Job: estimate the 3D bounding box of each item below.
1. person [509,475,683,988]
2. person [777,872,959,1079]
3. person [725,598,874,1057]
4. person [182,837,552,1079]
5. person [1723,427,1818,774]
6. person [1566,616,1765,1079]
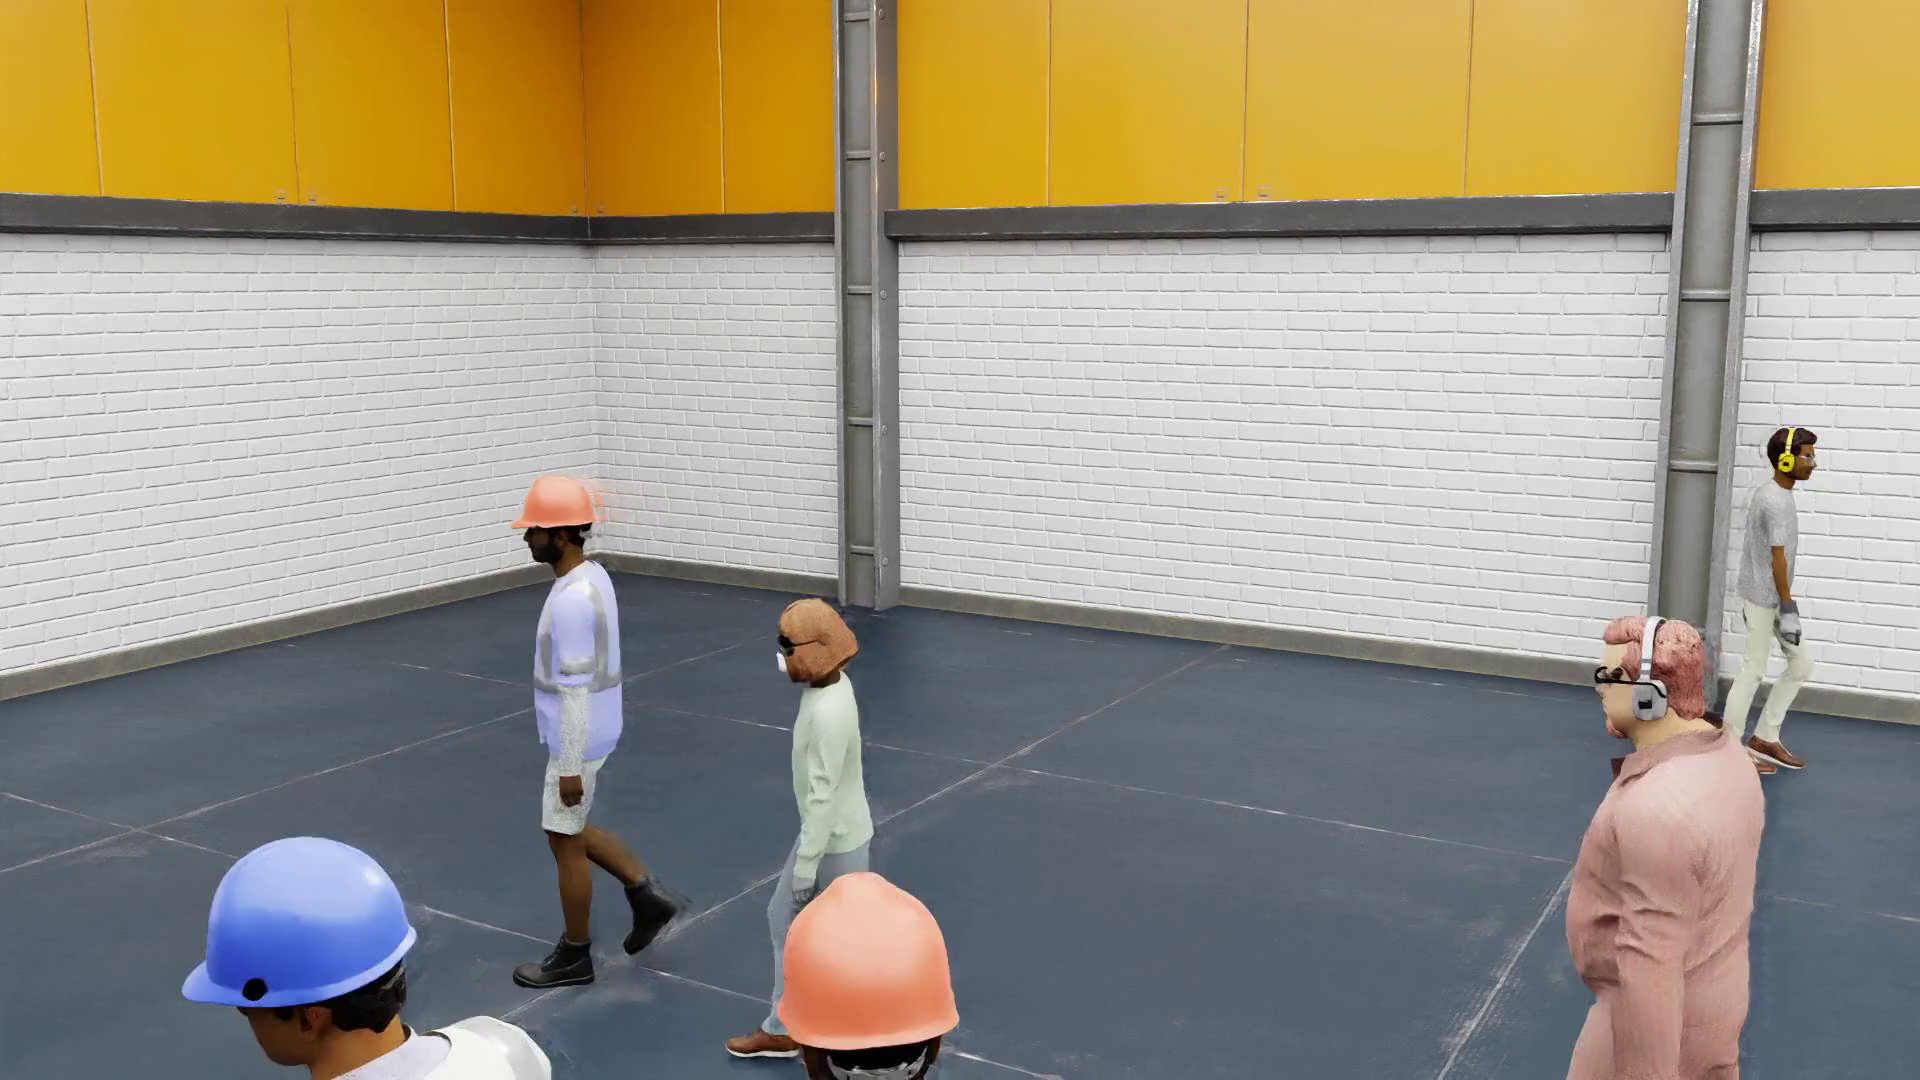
[{"bbox_3d":[-1.381,0.714,6.117,0.523,1.927,0.560,-1,9,-5],"label":"person"},{"bbox_3d":[-0.101,1.380,2.132,0.552,1.879,1.044,-2,9,-11],"label":"person"},{"bbox_3d":[-0.523,0.984,5.402,0.688,1.604,0.521,-1,9,-7],"label":"person"},{"bbox_3d":[-0.760,1.327,2.290,0.485,1.927,0.609,2,9,15],"label":"person"},{"bbox_3d":[4.300,0.336,8.722,0.580,1.850,0.503,6,11,31],"label":"person"},{"bbox_3d":[1.700,1.106,3.852,0.836,1.876,0.652,8,12,40],"label":"person"}]
